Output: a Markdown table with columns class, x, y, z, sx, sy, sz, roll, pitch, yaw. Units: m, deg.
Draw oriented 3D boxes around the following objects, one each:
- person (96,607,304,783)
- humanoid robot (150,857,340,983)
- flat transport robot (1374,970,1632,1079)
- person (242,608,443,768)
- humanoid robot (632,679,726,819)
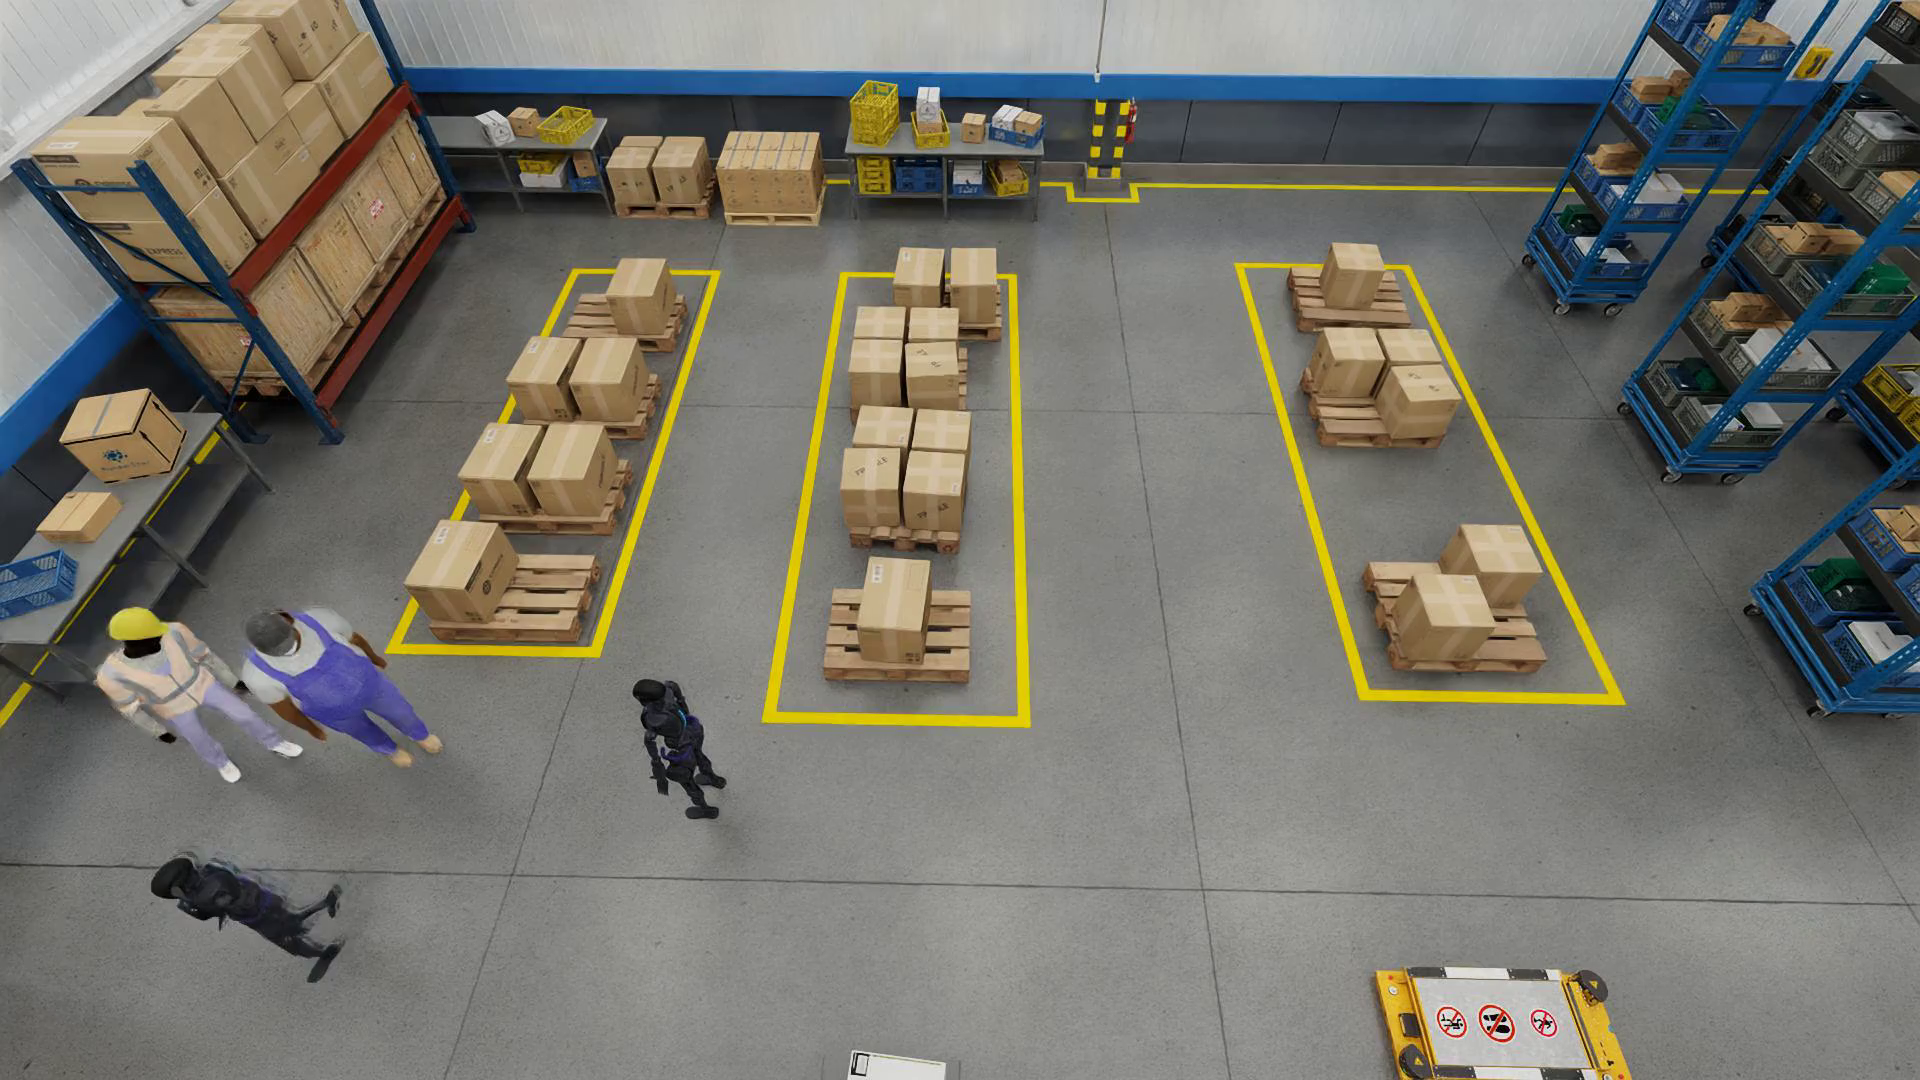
| class | x | y | z | sx | sy | sz | roll | pitch | yaw |
| --- | --- | --- | --- | --- | --- | --- | --- | --- | --- |
| person | -5.486 | 1.123 | 6.532 | 0.639 | 1.877 | 0.625 | 22 | 54 | 17 |
| humanoid robot | -4.372 | 2.269 | 5.726 | 0.589 | 1.651 | 0.447 | 18 | 53 | 14 |
| flat transport robot | 3.501 | 3.133 | 5.914 | 1.431 | 0.197 | 0.652 | 1 | 51 | 1 |
| person | -4.348 | 1.093 | 6.452 | 0.614 | 2.000 | 0.699 | 28 | 56 | 21 |
| humanoid robot | -1.971 | 1.454 | 6.390 | 0.328 | 1.652 | 0.566 | 4 | 51 | 3 |
